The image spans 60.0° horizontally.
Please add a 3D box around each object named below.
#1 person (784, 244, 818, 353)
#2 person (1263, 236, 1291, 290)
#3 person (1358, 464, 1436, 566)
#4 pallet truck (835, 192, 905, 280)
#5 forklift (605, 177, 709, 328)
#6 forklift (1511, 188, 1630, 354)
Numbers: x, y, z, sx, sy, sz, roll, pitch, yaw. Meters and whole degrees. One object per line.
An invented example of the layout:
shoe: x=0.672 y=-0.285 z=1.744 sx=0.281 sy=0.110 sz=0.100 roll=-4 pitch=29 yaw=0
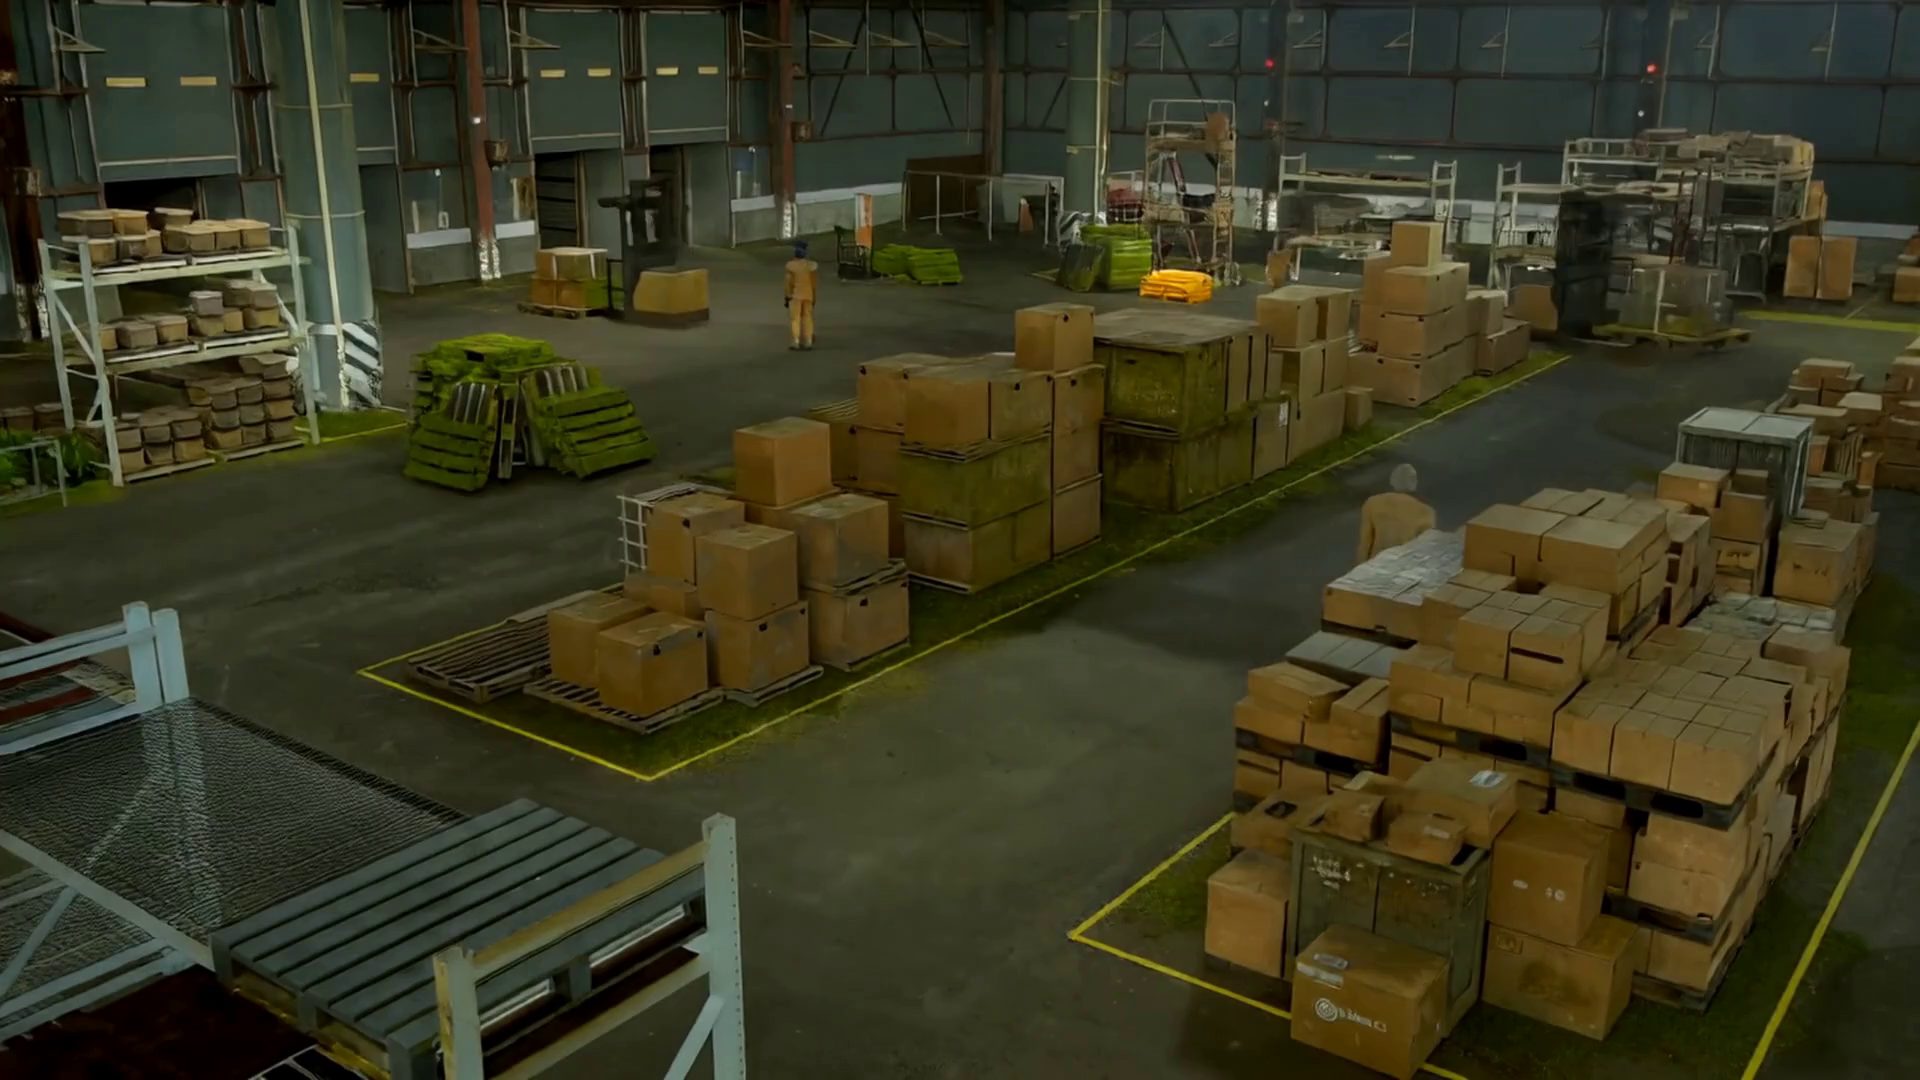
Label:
person: x=-2.836 y=-4.308 z=29.665 sx=0.639 sy=1.928 sz=0.369 roll=-9 pitch=19 yaw=-27
person: x=6.351 y=-5.247 z=33.226 sx=0.543 sy=1.663 sz=0.864 roll=14 pitch=21 yaw=38
person: x=3.887 y=0.241 z=14.661 sx=0.660 sy=1.887 sz=1.002 roll=11 pitch=20 yaw=33
pallet truck: x=-1.936 y=-7.159 z=38.982 sx=1.885 sy=1.965 sz=0.823 roll=-12 pitch=21 yaw=-34
forklift: x=-5.963 y=-5.667 z=32.540 sx=1.873 sy=2.768 sz=1.129 roll=12 pitch=21 yaw=35
forklift: x=11.109 y=-4.923 z=30.074 sx=1.129 sy=2.768 sz=1.873 roll=-12 pitch=21 yaw=-34
